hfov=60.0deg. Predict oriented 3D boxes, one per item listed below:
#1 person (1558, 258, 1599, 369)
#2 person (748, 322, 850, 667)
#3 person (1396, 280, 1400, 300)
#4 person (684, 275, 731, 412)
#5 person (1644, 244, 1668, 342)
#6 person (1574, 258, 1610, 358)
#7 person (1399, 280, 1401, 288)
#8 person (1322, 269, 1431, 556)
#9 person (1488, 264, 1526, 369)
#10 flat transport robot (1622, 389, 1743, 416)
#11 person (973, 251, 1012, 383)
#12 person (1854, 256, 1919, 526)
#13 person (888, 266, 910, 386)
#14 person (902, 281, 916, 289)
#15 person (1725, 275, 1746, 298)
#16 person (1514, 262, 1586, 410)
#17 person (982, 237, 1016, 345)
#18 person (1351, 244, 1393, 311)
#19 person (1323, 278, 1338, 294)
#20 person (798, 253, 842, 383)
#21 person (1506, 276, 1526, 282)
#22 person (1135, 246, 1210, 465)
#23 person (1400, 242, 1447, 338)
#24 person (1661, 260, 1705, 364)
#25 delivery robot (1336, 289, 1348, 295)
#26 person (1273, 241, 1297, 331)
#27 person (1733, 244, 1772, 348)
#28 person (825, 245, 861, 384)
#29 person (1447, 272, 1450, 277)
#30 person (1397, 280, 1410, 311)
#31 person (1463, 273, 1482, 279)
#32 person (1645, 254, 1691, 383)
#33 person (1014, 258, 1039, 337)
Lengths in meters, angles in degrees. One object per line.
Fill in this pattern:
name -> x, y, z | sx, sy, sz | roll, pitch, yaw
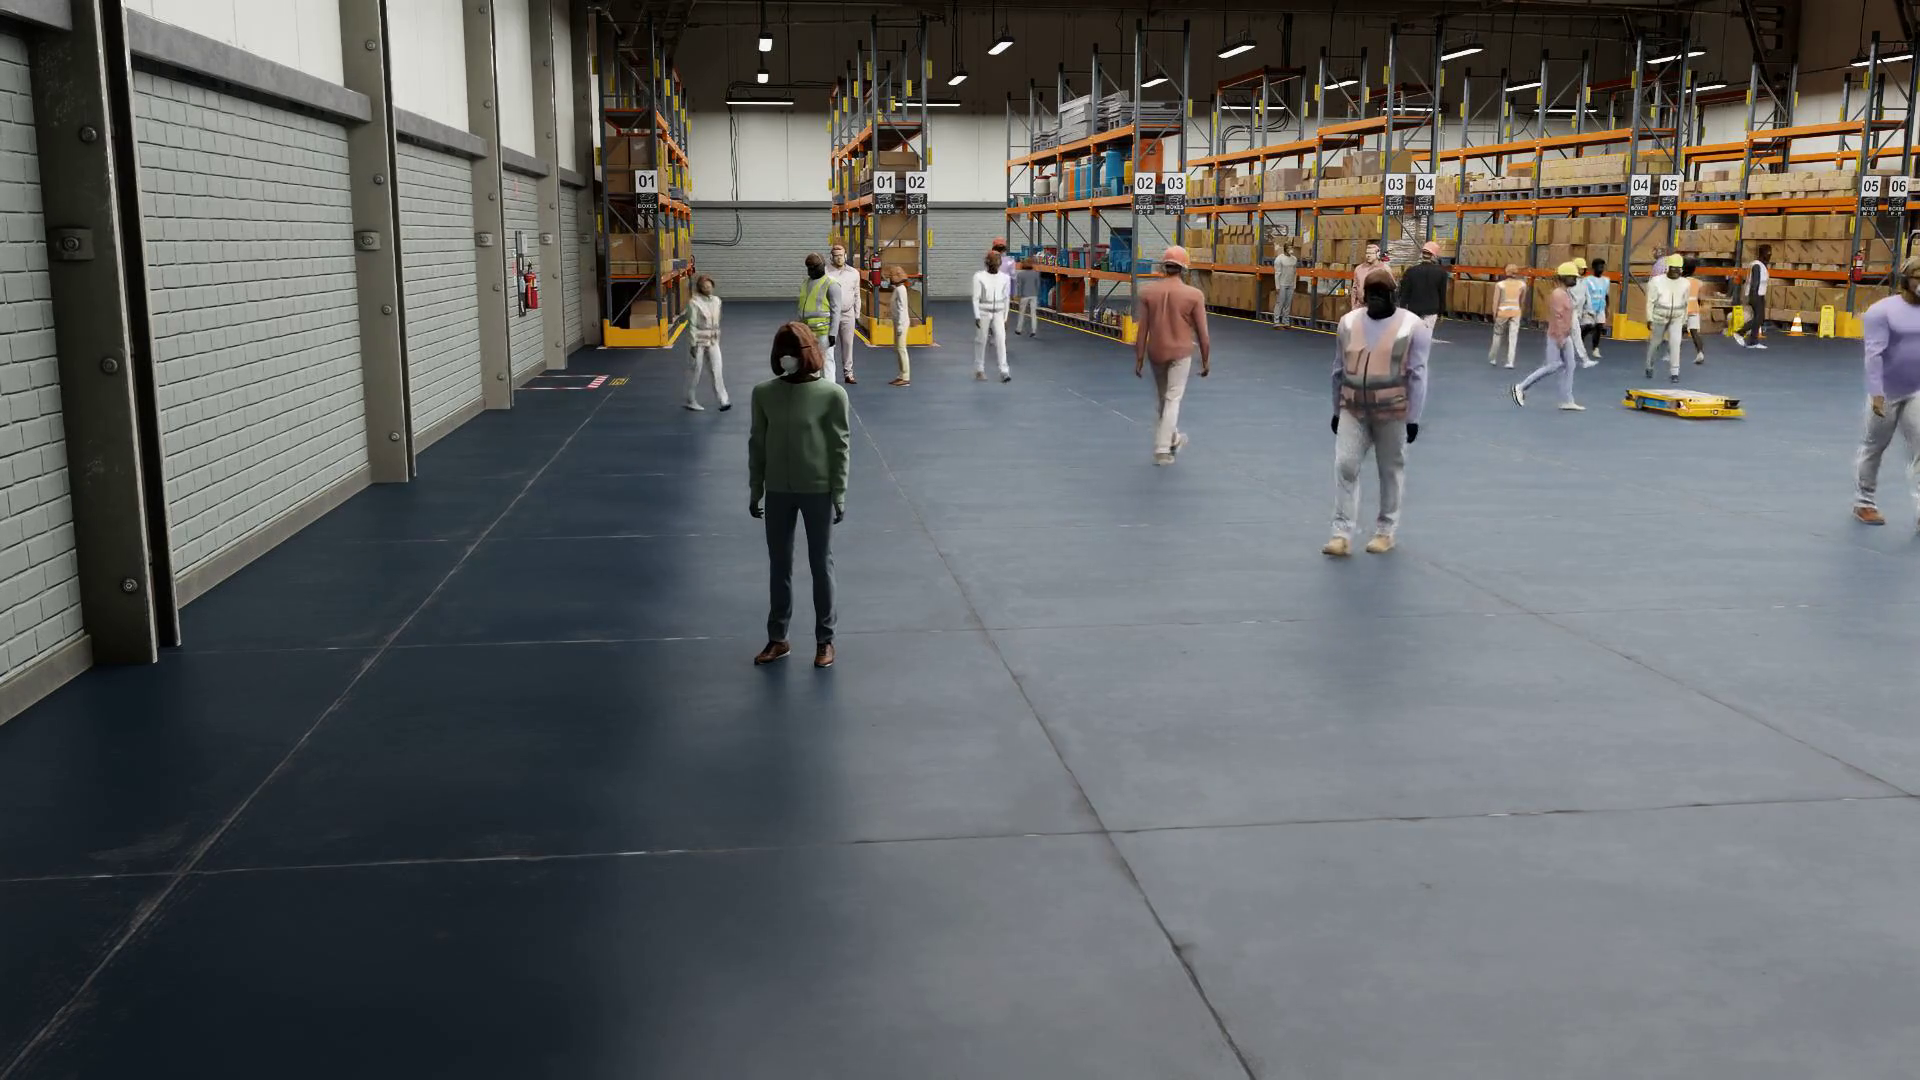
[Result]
person -> 9.557, -3.499, 25.705 | 0.506, 1.694, 0.895 | -7, 13, -36
person -> -0.765, -0.212, 7.872 | 0.500, 1.633, 0.280 | 3, 11, 14
person -> 11.192, -6.607, 42.142 | 0.563, 1.919, 0.542 | -1, 10, -8
person -> -2.943, -2.258, 19.196 | 0.849, 1.587, 0.526 | 9, 14, 41
person -> 13.406, -4.749, 32.043 | 0.603, 1.883, 0.675 | 6, 12, 30
person -> 10.600, -3.886, 27.880 | 0.559, 1.676, 0.432 | -3, 11, -16
person -> 10.837, -6.275, 40.020 | 0.638, 2.030, 0.522 | 0, 10, -1
person -> 2.584, -0.783, 10.494 | 0.661, 1.815, 0.784 | 7, 12, 34
person -> 8.488, -3.469, 25.829 | 0.512, 1.592, 0.863 | 1, 10, 3
flat transport robot -> 8.310, -1.592, 19.173 | 0.652, 0.197, 1.431 | -1, 10, -7
person -> 0.438, -3.126, 23.324 | 0.583, 1.835, 0.979 | -3, 11, -17
person -> 6.496, -0.981, 11.383 | 0.632, 1.883, 1.019 | 1, 10, 4
person -> -0.829, -2.920, 22.743 | 0.283, 1.626, 0.511 | -1, 10, -8
person -> -1.465, -7.034, 44.437 | 0.623, 1.942, 0.757 | -2, 10, -9
person -> 20.934, -7.103, 44.874 | 0.586, 1.920, 0.388 | -1, 10, -8
person -> 6.973, -2.393, 19.531 | 0.736, 1.740, 0.531 | 8, 13, 38
person -> 0.704, -4.566, 30.720 | 0.640, 1.998, 1.015 | -1, 10, -4
person -> 6.303, -3.579, 25.584 | 0.641, 1.908, 0.407 | 7, 13, 35
person -> 10.885, -7.679, 48.847 | 0.396, 1.616, 0.541 | -5, 12, -28
person -> -1.669, -2.416, 19.404 | 0.621, 1.839, 0.429 | 9, 14, 41
person -> 14.707, -6.941, 43.989 | 0.567, 1.915, 0.487 | -1, 10, -3
person -> 1.950, -1.680, 15.082 | 0.651, 1.933, 1.040 | 6, 12, 29
person -> 6.529, -3.212, 23.447 | 0.623, 1.943, 0.849 | 4, 11, 19
person -> 11.681, -3.651, 26.667 | 0.541, 1.658, 0.867 | -2, 11, -12
delivery robot -> 11.619, -7.371, 49.823 | 0.477, 0.478, 0.707 | -10, 14, -43
person -> 7.050, -5.491, 36.021 | 0.625, 1.931, 0.375 | -8, 13, -36
person -> 14.522, -4.440, 30.320 | 0.467, 1.902, 0.587 | 7, 12, 34
person -> -1.671, -3.102, 22.969 | 0.651, 1.907, 0.409 | -4, 11, -19
person -> 15.087, -8.327, 51.715 | 0.323, 1.871, 0.528 | 8, 13, 37
person -> 10.084, -5.692, 37.376 | 0.530, 1.827, 0.482 | 1, 10, 3
person -> 13.748, -7.067, 44.643 | 0.570, 1.924, 0.421 | -3, 11, -14
person -> 9.977, -3.142, 23.507 | 0.594, 1.798, 0.889 | 2, 10, 8
person -> 1.373, -4.919, 33.796 | 0.509, 1.588, 0.842 | -3, 11, -16
